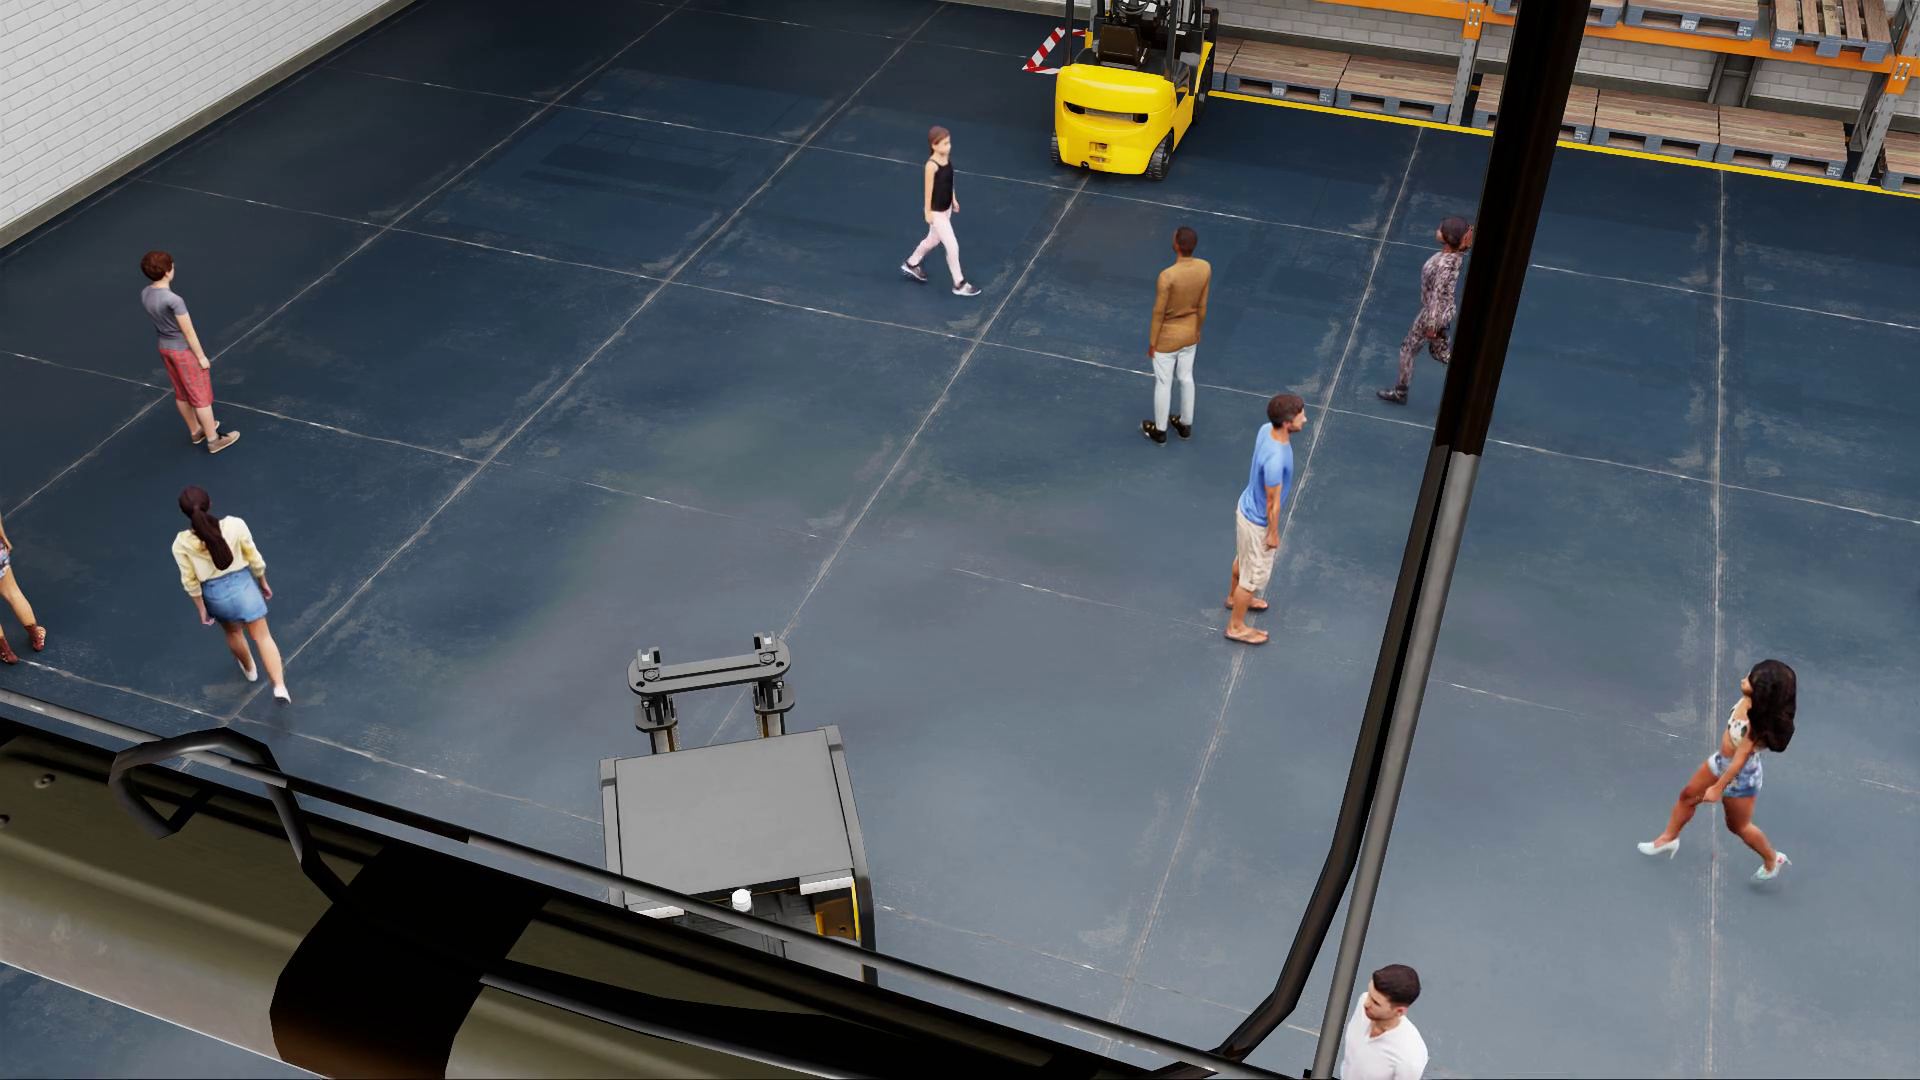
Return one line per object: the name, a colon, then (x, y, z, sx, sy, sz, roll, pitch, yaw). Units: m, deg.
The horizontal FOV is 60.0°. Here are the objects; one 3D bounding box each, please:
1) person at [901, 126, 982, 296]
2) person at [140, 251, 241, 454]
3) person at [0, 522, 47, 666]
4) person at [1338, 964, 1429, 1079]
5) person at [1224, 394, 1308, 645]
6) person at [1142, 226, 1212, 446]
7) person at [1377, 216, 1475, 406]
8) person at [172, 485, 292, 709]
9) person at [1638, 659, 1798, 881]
person: (-0.242, -2.895, 14.571, 1.027, 1.529, 0.561, 15, 41, 18)
person: (-5.919, -1.419, 12.628, 0.525, 1.649, 0.669, 20, 43, 23)
person: (-6.343, 0.081, 10.683, 0.676, 1.733, 0.689, -27, 46, -30)
person: (1.934, 2.547, 7.509, 1.220, 1.839, 1.108, -13, 40, -16)
person: (1.963, -0.164, 10.889, 0.665, 1.858, 0.703, 4, 39, 5)
person: (1.653, -1.550, 12.658, 0.705, 1.817, 0.752, -19, 42, -22)
person: (3.799, -1.717, 12.970, 1.109, 1.689, 0.701, 20, 43, 23)
person: (-4.536, 0.388, 10.396, 1.017, 1.610, 1.149, -23, 44, -26)
person: (4.370, 1.334, 9.226, 1.052, 1.593, 0.653, 7, 39, 9)
